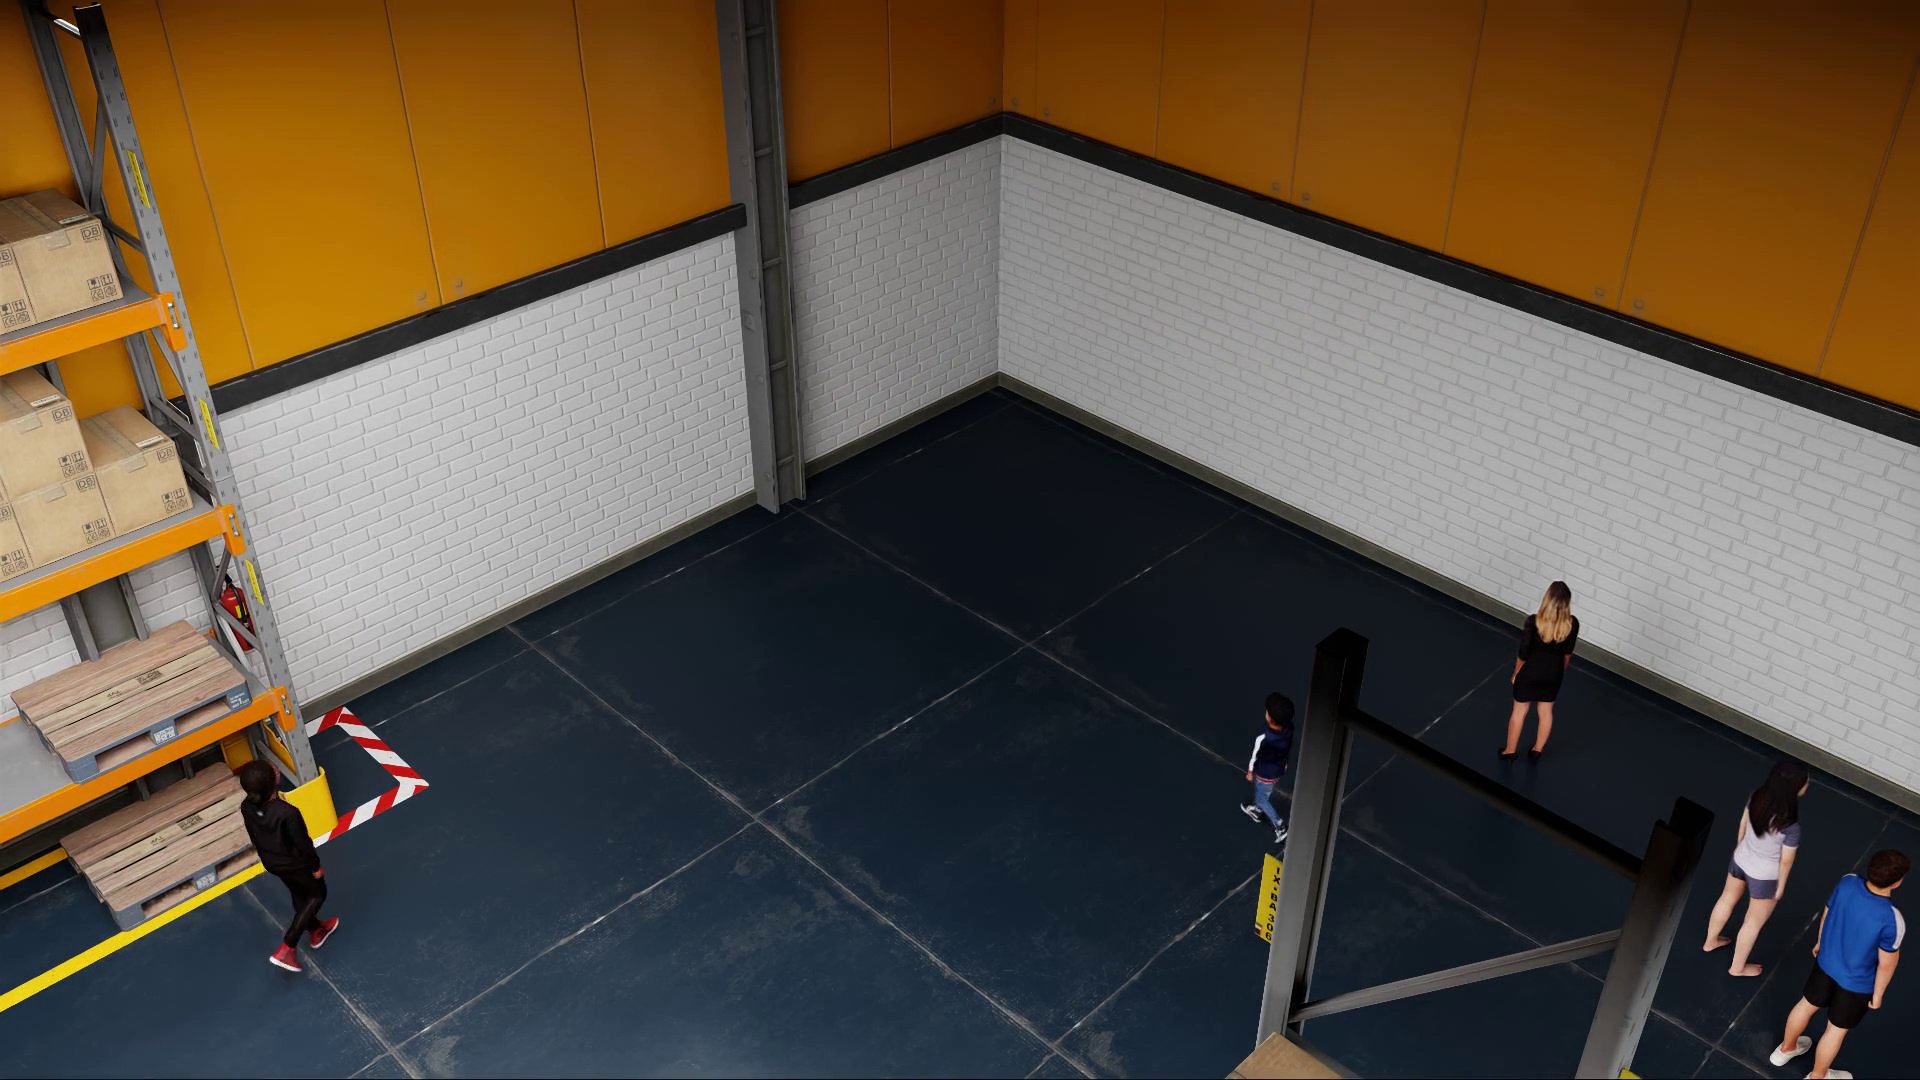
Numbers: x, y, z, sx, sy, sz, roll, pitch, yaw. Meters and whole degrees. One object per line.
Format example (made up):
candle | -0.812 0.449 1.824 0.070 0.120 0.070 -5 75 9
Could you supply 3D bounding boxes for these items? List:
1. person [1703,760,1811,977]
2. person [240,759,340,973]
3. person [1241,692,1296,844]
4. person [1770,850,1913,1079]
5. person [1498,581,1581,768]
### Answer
person | 5.171 2.107 10.775 0.677 1.707 0.673 -10 35 -15
person | -4.383 2.133 10.779 0.815 1.660 0.977 12 35 17
person | 2.246 1.643 11.924 0.709 1.209 0.617 -23 40 -31
person | 5.303 2.555 9.957 0.698 1.866 0.720 -14 36 -20
person | 4.340 1.010 12.453 0.596 1.677 0.659 0 34 0
